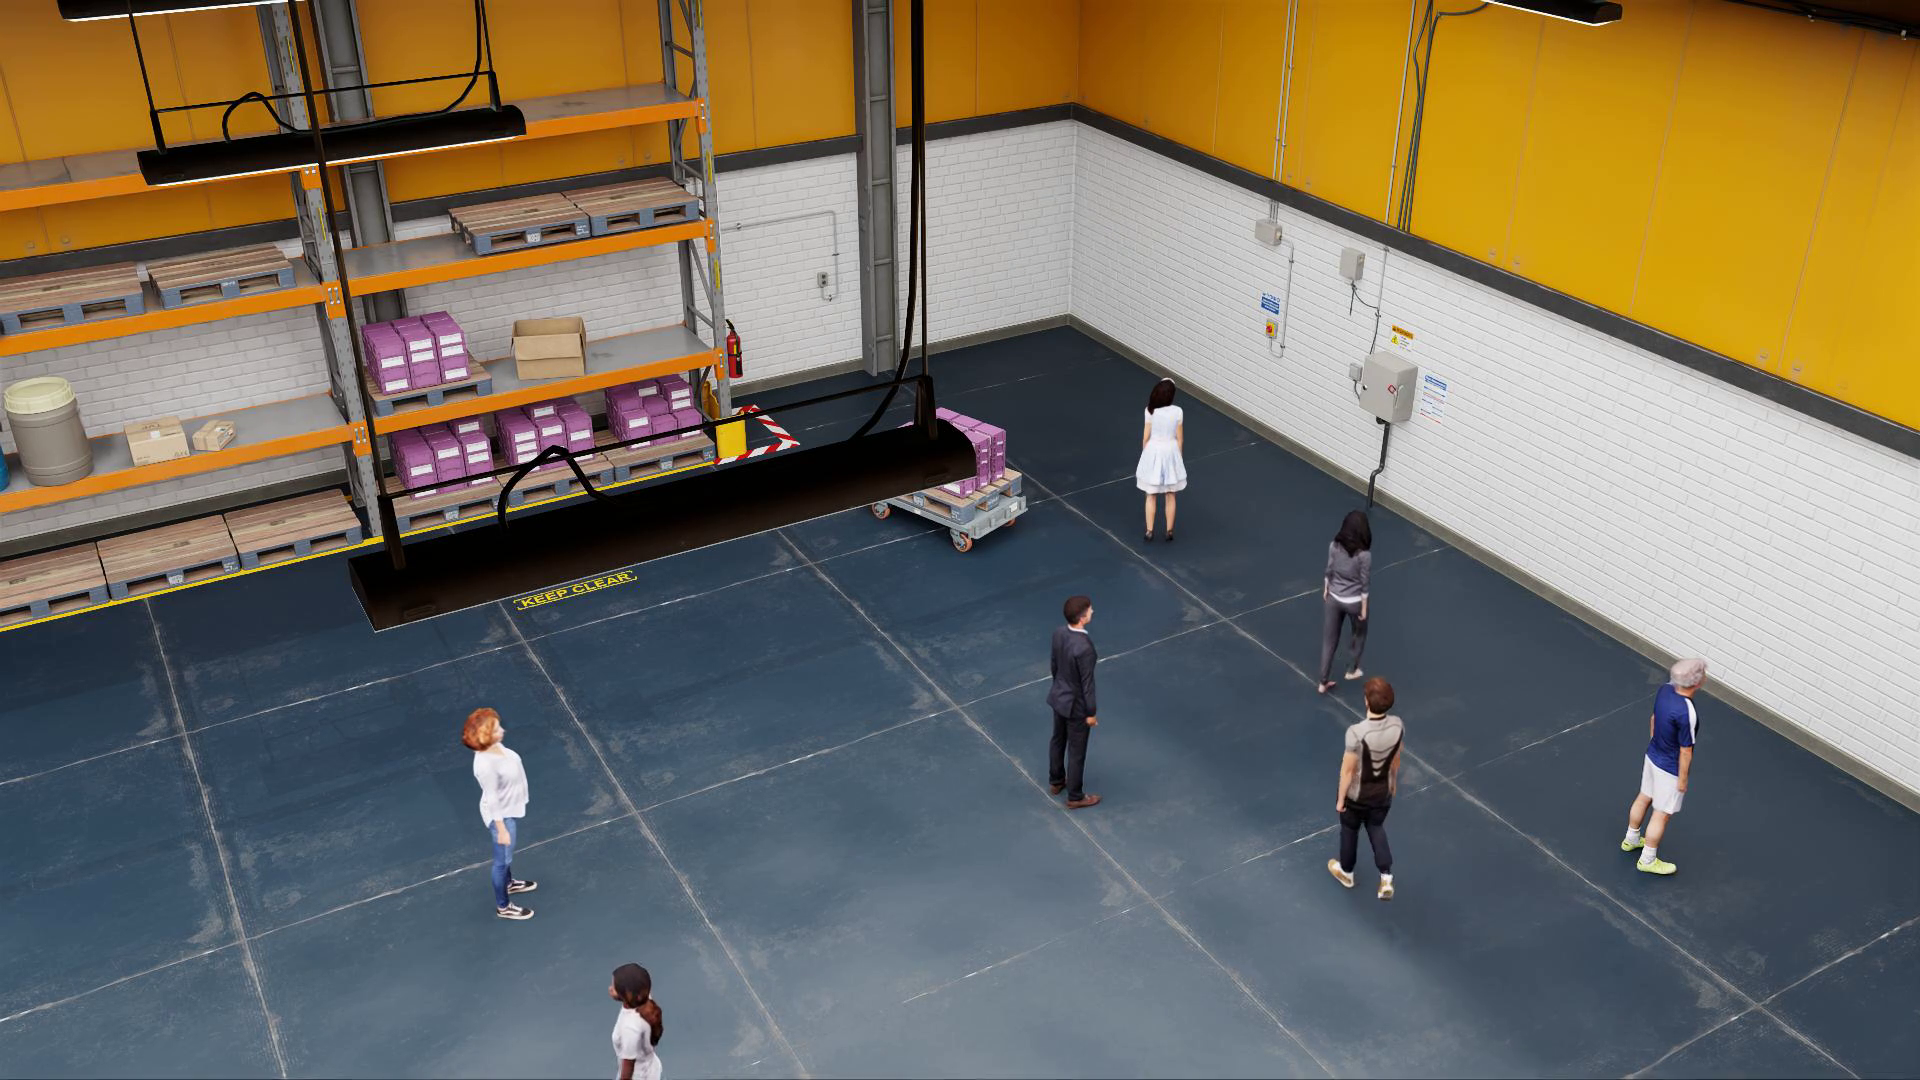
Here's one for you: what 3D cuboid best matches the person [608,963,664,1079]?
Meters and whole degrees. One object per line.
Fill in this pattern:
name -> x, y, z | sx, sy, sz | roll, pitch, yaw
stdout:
person -> -1.806, 3.214, 9.842 | 1.203, 1.684, 0.846 | -5, 29, -10

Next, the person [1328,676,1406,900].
person -> 3.016, 1.858, 12.120 | 0.970, 1.883, 0.870 | -7, 29, -13

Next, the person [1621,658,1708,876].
person -> 5.323, 1.668, 12.514 | 0.700, 1.839, 0.716 | -3, 29, -5

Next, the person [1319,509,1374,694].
person -> 3.344, 0.581, 14.600 | 0.779, 1.750, 0.892 | 21, 35, 33

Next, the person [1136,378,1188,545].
person -> 2.072, -0.803, 17.067 | 0.846, 1.816, 0.915 | 3, 29, 6

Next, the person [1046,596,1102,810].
person -> 0.902, 1.271, 13.211 | 0.590, 1.868, 0.641 | -18, 33, -29

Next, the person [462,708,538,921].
person -> -3.362, 1.963, 12.104 | 0.737, 1.713, 0.731 | -4, 29, -7
